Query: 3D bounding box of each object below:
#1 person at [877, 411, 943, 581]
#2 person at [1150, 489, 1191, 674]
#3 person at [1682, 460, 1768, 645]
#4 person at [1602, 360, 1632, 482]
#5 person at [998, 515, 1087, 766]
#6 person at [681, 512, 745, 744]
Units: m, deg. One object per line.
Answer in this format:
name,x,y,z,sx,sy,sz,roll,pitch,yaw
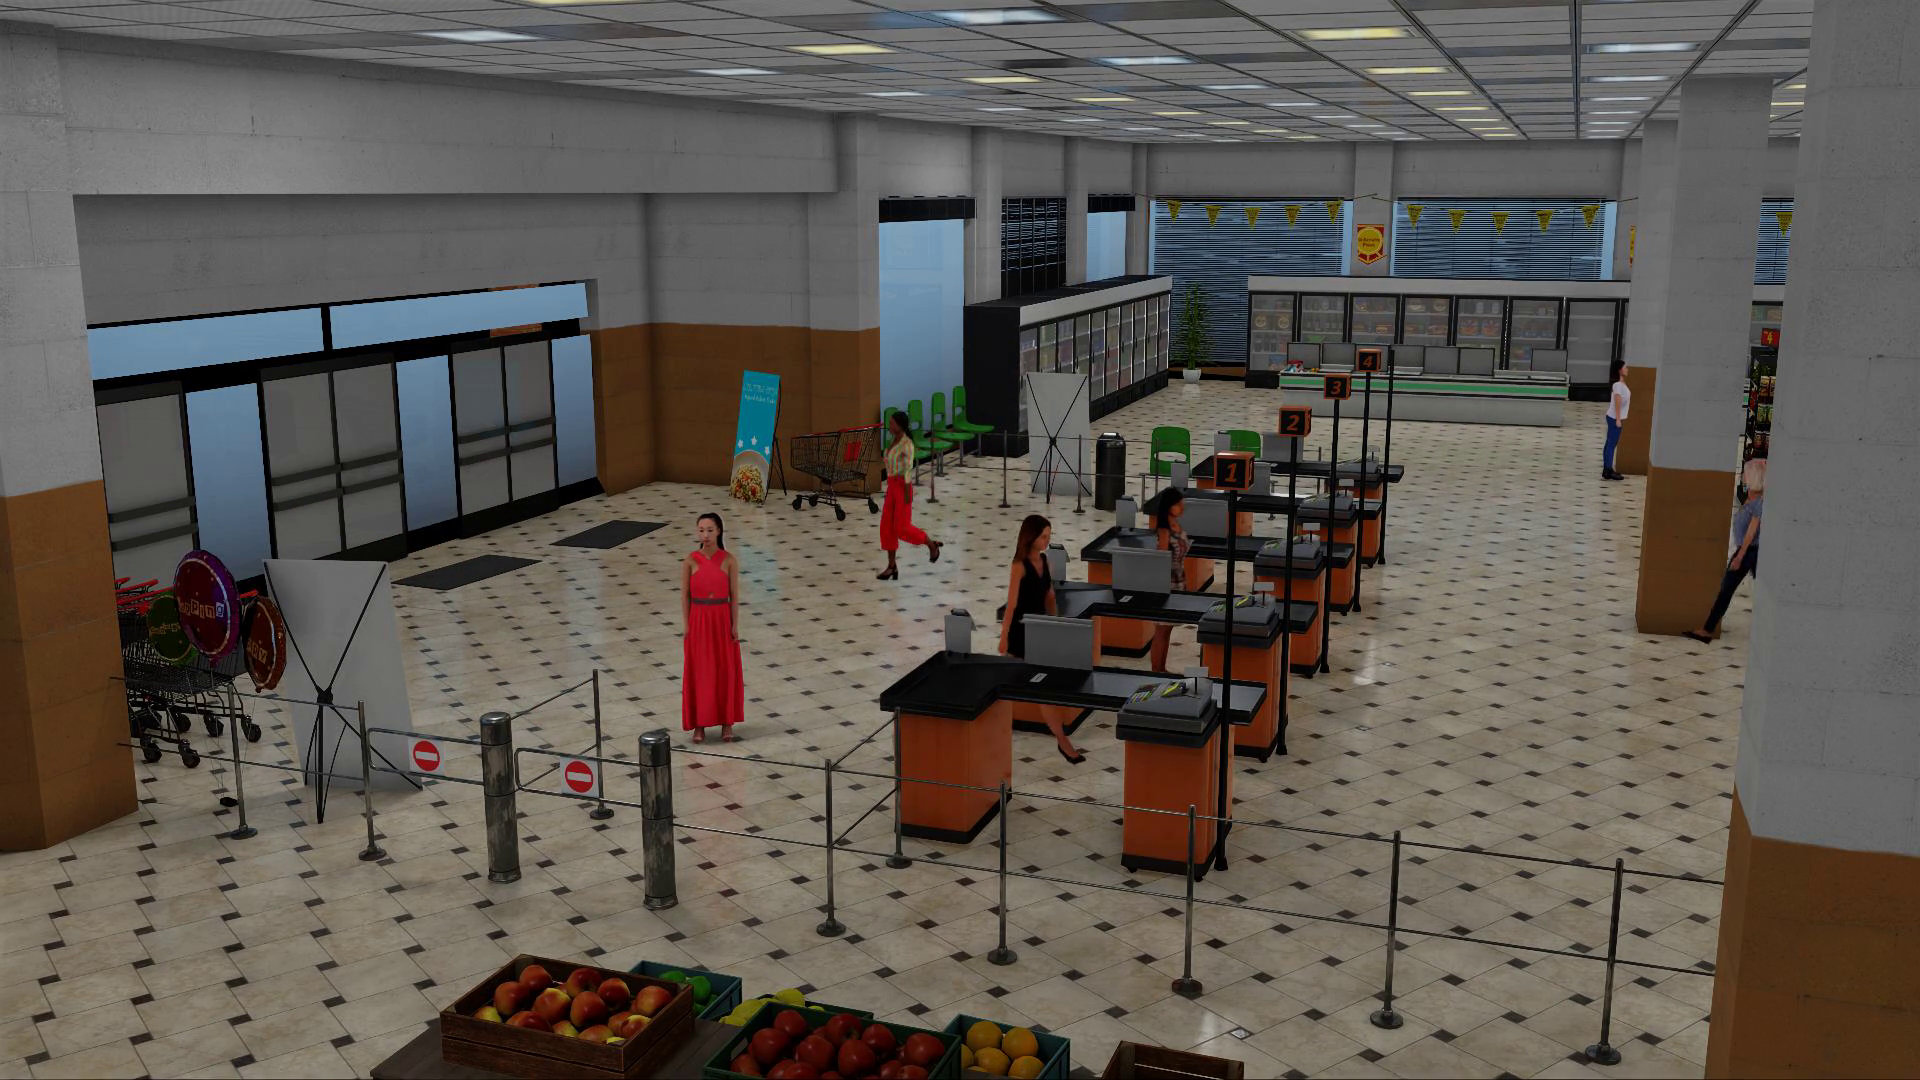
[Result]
person,-0.549,-0.455,17.396,1.014,1.776,1.001,-7,14,-29
person,1.716,0.386,13.724,0.515,1.643,0.647,4,13,20
person,7.076,0.180,14.648,1.215,1.666,0.816,1,12,4
person,9.245,-1.690,23.482,0.535,1.684,0.611,3,12,15
person,0.394,0.723,11.783,1.159,1.783,0.844,7,14,28
person,-1.840,0.646,12.286,0.657,1.728,0.765,-2,12,-7
